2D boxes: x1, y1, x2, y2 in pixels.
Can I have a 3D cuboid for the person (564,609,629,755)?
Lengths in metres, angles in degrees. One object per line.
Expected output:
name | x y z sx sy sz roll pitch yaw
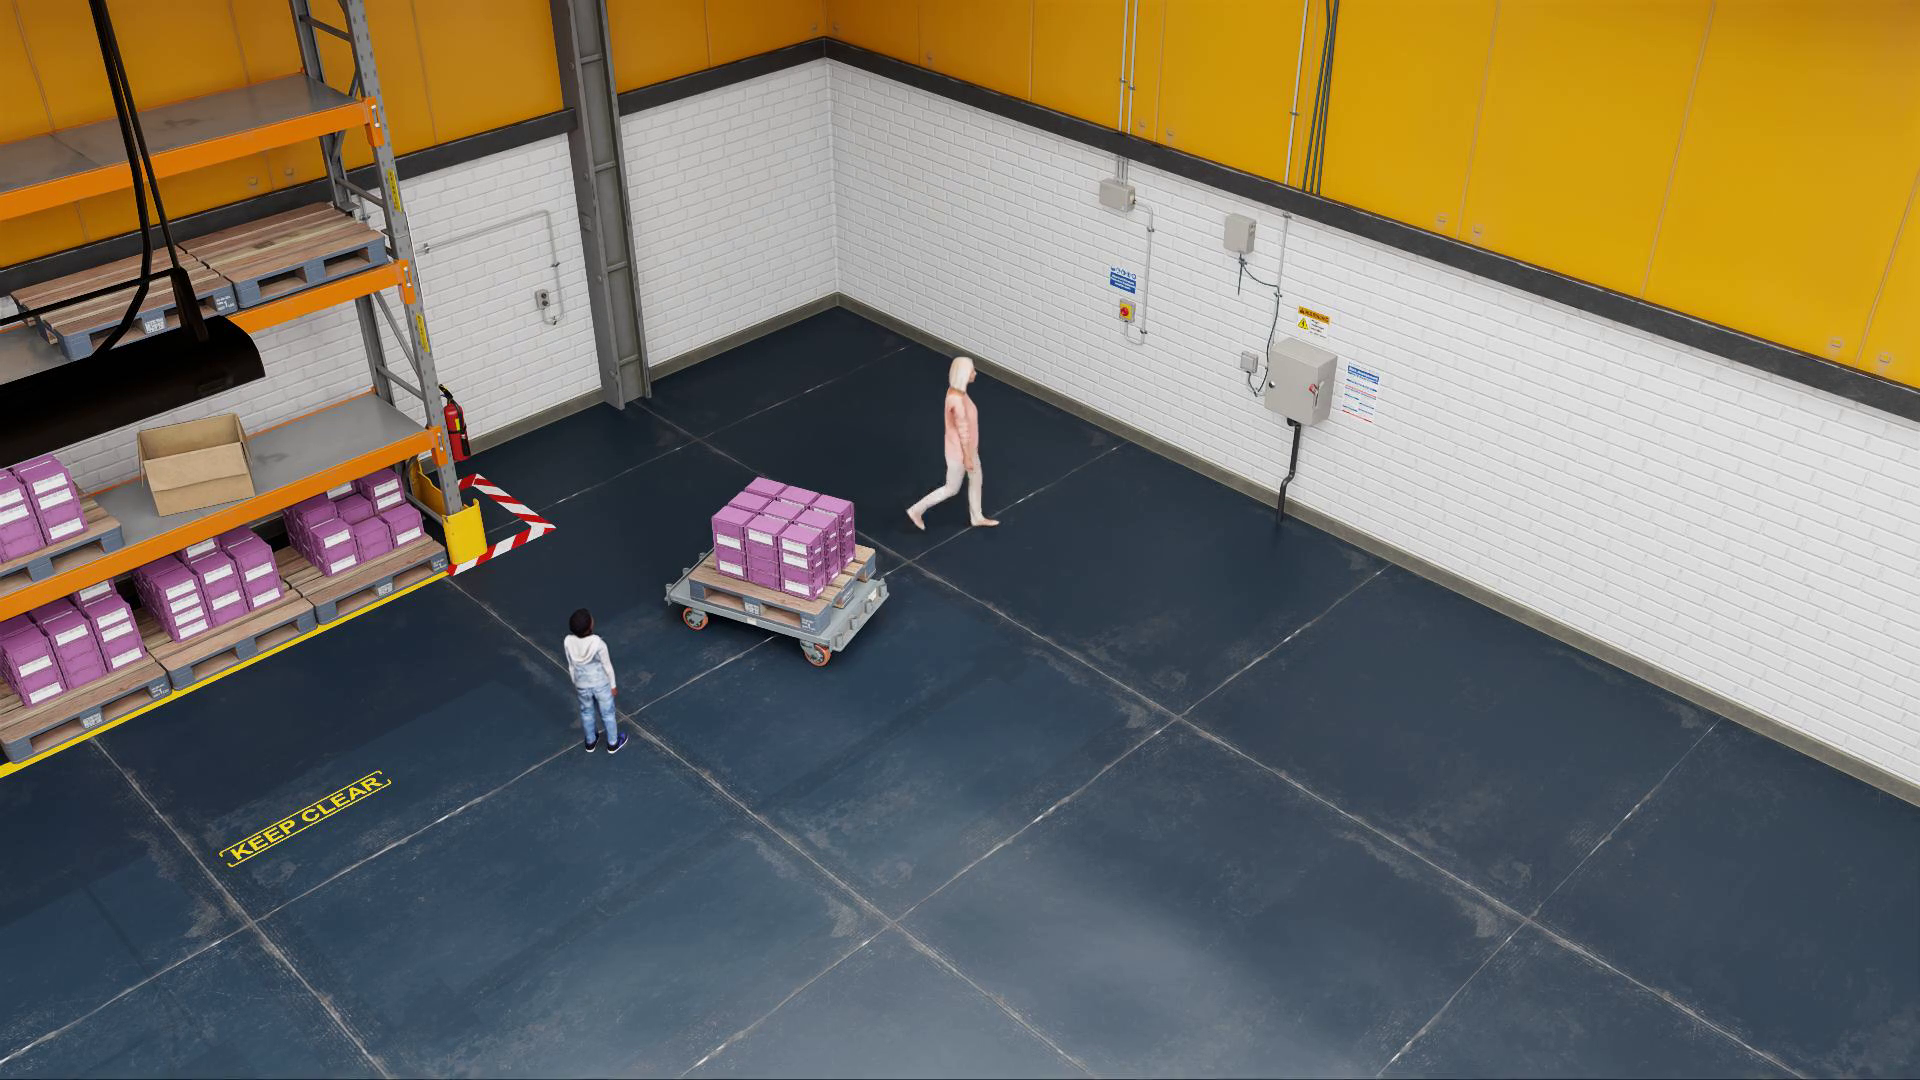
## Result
person | -2.686 1.027 12.139 0.569 1.261 0.618 5 34 7

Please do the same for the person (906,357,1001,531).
person | -0.086 -0.789 14.477 1.096 1.697 1.049 0 34 1
